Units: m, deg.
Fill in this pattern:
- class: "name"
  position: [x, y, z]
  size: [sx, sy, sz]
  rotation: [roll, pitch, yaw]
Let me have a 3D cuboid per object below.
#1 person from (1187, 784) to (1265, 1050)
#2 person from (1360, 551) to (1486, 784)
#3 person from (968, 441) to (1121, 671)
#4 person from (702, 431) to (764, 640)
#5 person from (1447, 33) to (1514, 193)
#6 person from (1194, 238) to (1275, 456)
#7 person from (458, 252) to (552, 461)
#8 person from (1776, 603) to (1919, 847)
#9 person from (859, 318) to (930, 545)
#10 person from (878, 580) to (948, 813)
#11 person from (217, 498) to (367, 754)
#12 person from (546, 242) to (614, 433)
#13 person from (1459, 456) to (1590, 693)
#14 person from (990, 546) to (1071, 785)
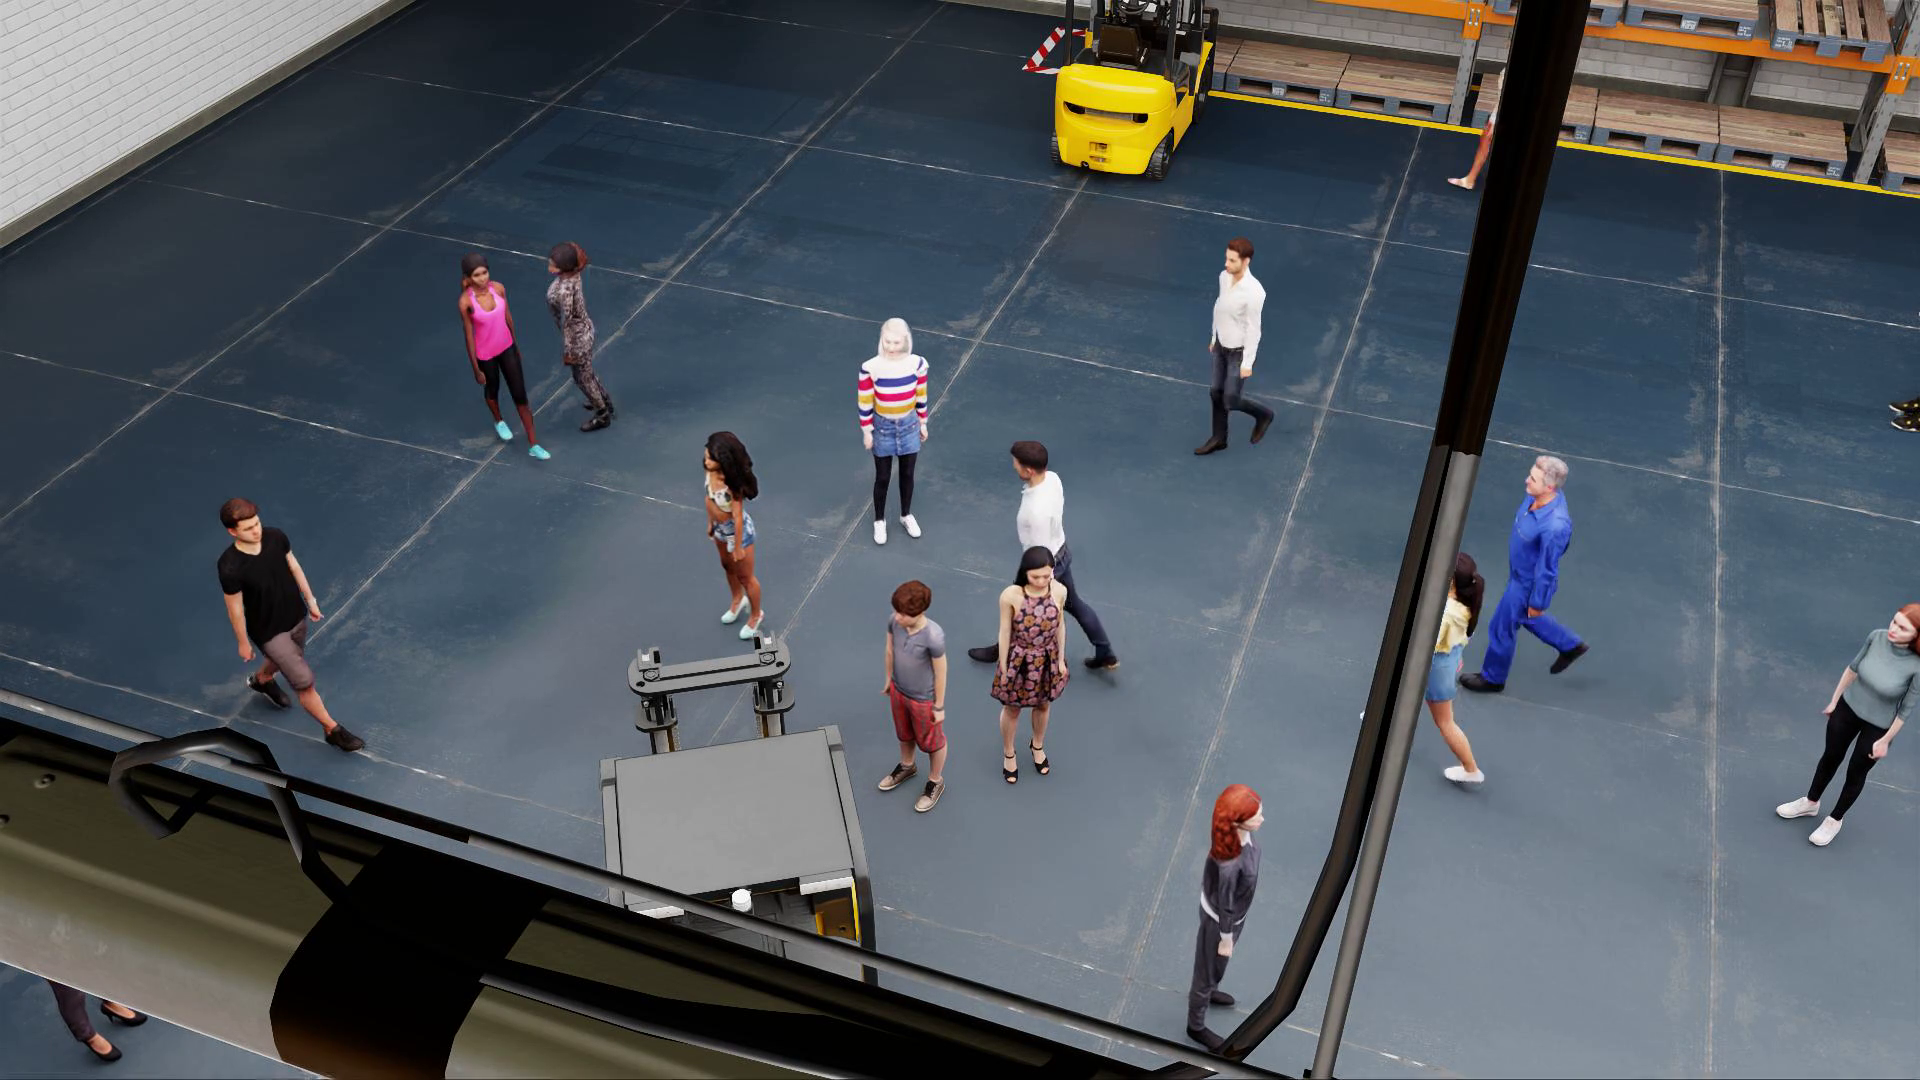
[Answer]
- class: "person"
  position: [1.331, 1.873, 8.401]
  size: [0.519, 1.779, 0.609]
  rotation: [8, 39, 10]
- class: "person"
  position: [2.914, 0.793, 9.901]
  size: [1.187, 1.595, 0.879]
  rotation: [26, 46, 29]
- class: "person"
  position: [0.630, 0.168, 10.486]
  size: [1.240, 1.841, 0.687]
  rotation: [13, 40, 16]
- class: "person"
  position: [-1.493, -0.044, 10.928]
  size: [0.728, 1.621, 0.651]
  rotation: [-24, 45, -27]
- class: "person"
  position: [5.295, -4.035, 15.877]
  size: [0.861, 1.682, 0.671]
  rotation: [8, 39, 10]
- class: "person"
  position: [2.139, -1.451, 12.505]
  size: [0.985, 1.852, 0.930]
  rotation: [-18, 42, -21]
- class: "person"
  position: [-3.580, -1.449, 12.633]
  size: [0.917, 1.689, 1.082]
  rotation: [-25, 45, -28]
- class: "person"
  position: [5.156, 1.035, 9.479]
  size: [0.727, 1.743, 0.668]
  rotation: [-16, 41, -19]
- class: "person"
  position: [-0.457, -0.781, 11.702]
  size: [0.668, 1.807, 0.780]
  rotation: [-10, 40, -12]
- class: "person"
  position: [-0.242, 0.880, 9.748]
  size: [0.584, 1.650, 0.715]
  rotation: [28, 46, 30]
- class: "person"
  position: [-4.222, 0.466, 10.121]
  size: [1.236, 1.831, 0.743]
  rotation: [16, 41, 19]
- class: "person"
  position: [-2.912, -1.549, 12.755]
  size: [0.750, 1.692, 0.776]
  rotation: [4, 39, 5]
- class: "person"
  position: [3.662, 0.251, 10.417]
  size: [1.081, 1.799, 0.870]
  rotation: [3, 39, 4]
- class: "person"
  position: [0.420, 0.735, 9.828]
  size: [0.790, 1.776, 0.863]
  rotation: [-10, 40, -13]
